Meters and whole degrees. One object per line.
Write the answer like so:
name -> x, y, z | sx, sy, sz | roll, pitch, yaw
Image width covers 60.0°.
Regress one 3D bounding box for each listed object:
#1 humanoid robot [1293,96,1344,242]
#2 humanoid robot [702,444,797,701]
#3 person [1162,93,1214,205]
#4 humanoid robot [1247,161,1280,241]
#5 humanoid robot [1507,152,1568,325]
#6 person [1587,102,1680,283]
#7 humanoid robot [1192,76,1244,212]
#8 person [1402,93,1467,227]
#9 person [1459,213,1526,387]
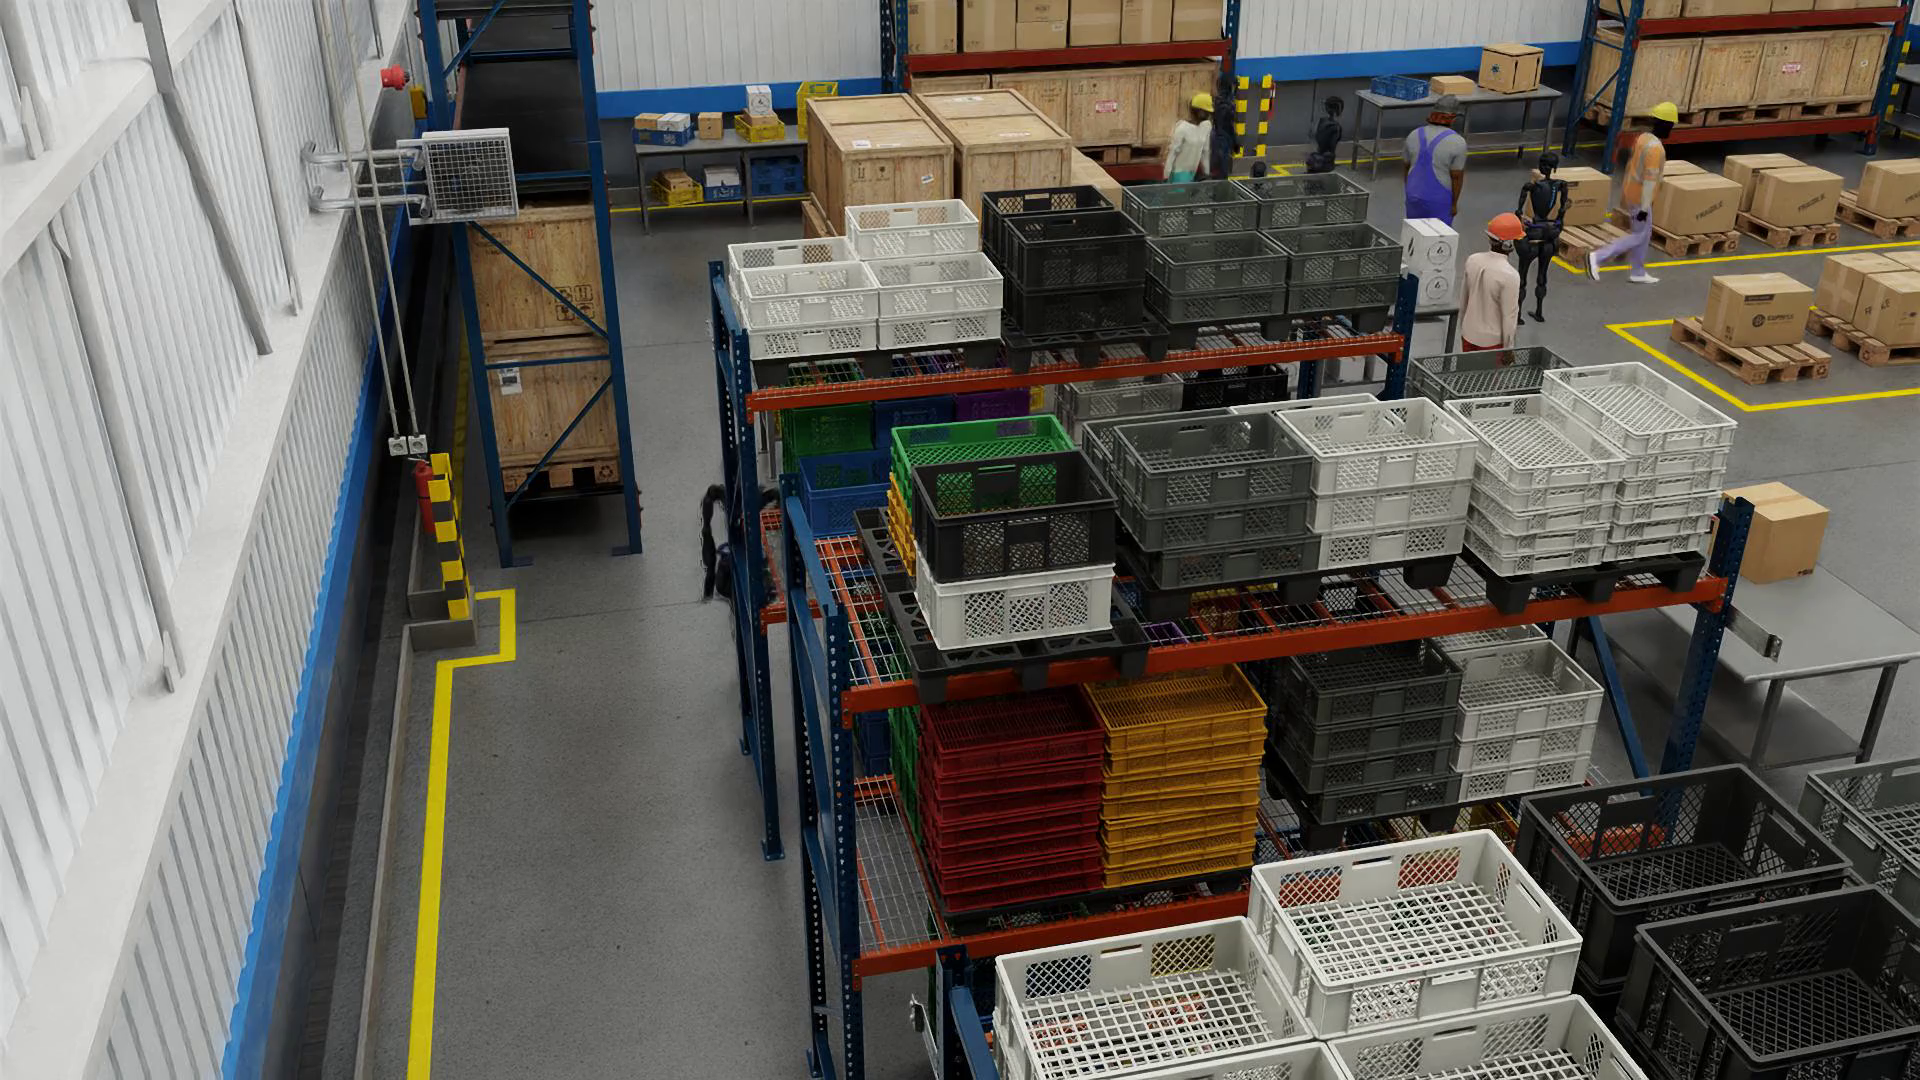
humanoid robot -> 4.035, -4.061, 18.281 | 0.748, 1.627, 0.573 | -6, 28, -11
humanoid robot -> -1.277, 0.161, 10.258 | 0.563, 1.628, 0.742 | 6, 28, 11
person -> 2.468, -4.012, 18.100 | 0.553, 1.706, 0.929 | -24, 36, -38
humanoid robot -> 2.783, -2.792, 15.828 | 0.579, 1.651, 0.307 | 5, 28, 10
humanoid robot -> 5.569, -2.919, 16.072 | 0.555, 1.653, 0.319 | -8, 29, -14
person -> 6.931, -3.522, 16.981 | 0.722, 1.893, 0.603 | 5, 28, 9
humanoid robot -> 2.975, -4.545, 19.224 | 0.821, 1.624, 0.598 | 3, 28, 5
person -> 4.778, -3.487, 16.764 | 0.535, 2.000, 0.683 | -21, 35, -35
person -> 4.219, -1.634, 13.297 | 0.376, 1.995, 0.610 | -11, 30, -21
